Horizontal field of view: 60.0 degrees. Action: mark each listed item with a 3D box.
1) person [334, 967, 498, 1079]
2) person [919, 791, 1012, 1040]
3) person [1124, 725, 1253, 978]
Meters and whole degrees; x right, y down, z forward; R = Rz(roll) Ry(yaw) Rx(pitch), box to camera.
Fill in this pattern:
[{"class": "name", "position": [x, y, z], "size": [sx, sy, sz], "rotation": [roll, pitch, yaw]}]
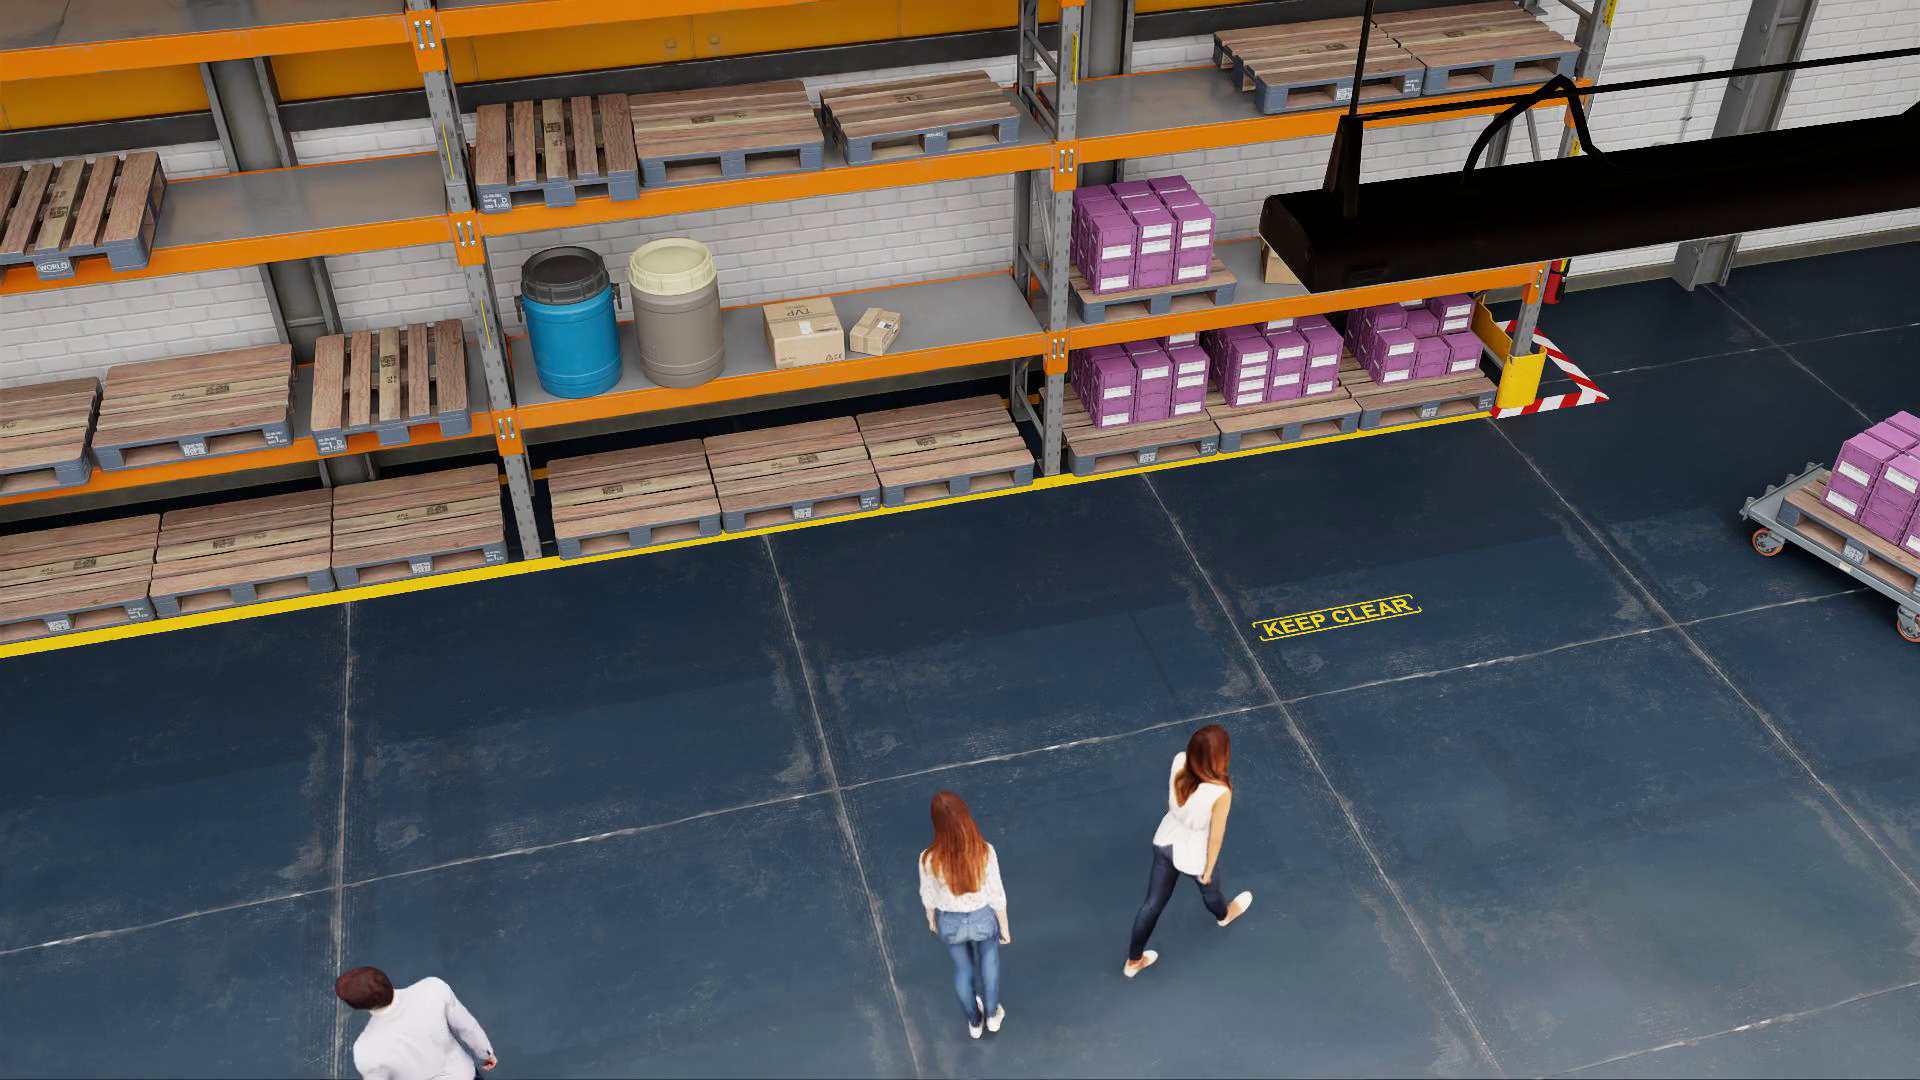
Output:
[{"class": "person", "position": [-2.404, 2.565, 7.744], "size": [0.915, 1.810, 1.015], "rotation": [-25, 45, -28]}, {"class": "person", "position": [0.032, 2.017, 8.516], "size": [0.596, 1.702, 0.730], "rotation": [3, 39, 3]}, {"class": "person", "position": [1.136, 1.701, 8.883], "size": [1.203, 1.738, 0.944], "rotation": [-29, 47, -31]}]
